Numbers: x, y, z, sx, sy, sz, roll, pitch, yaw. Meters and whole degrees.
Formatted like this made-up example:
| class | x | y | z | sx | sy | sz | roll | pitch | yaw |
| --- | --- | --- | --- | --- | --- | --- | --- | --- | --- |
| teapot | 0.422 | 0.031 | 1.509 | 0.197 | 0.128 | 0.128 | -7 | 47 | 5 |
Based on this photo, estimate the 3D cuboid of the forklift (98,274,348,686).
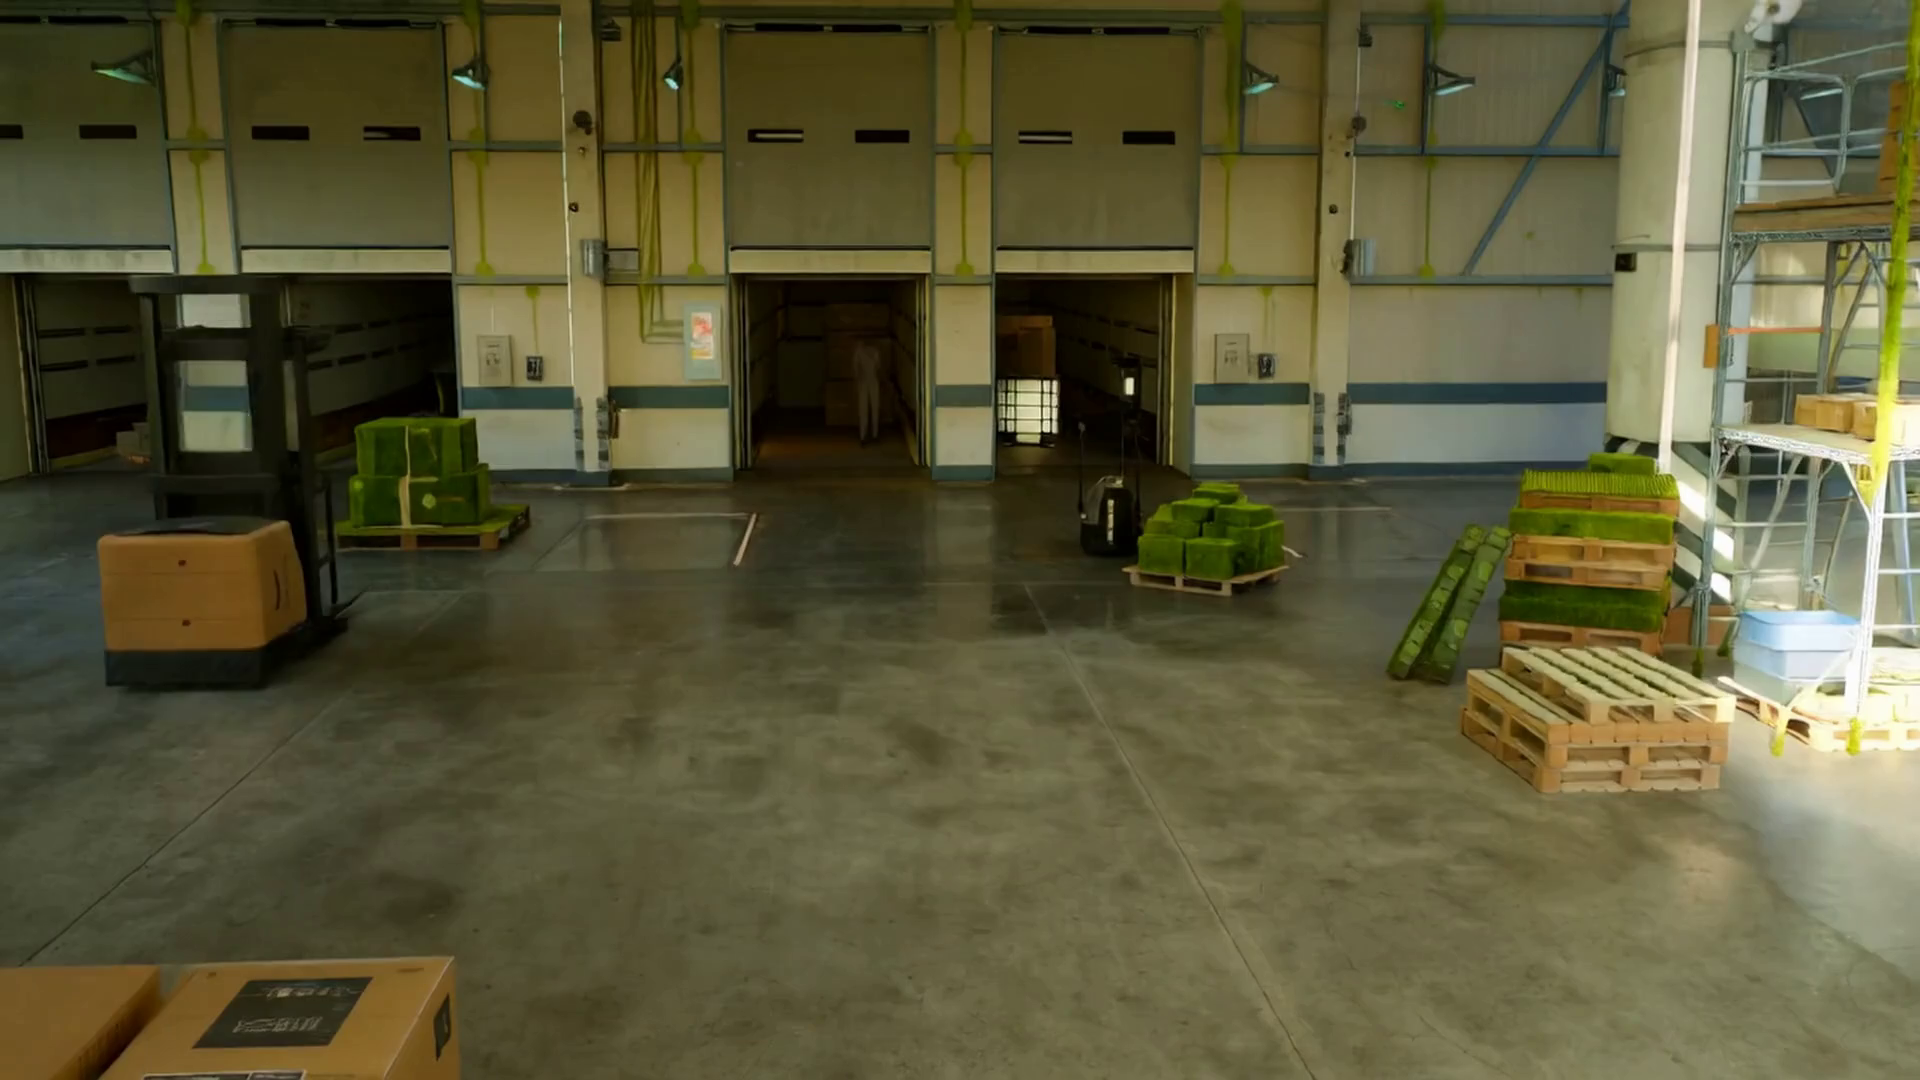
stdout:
| class | x | y | z | sx | sy | sz | roll | pitch | yaw |
| --- | --- | --- | --- | --- | --- | --- | --- | --- | --- |
| forklift | -5.292 | -0.499 | 11.879 | 1.129 | 2.768 | 1.873 | -1 | 9 | -4 |

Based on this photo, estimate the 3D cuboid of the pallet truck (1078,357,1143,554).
| class | x | y | z | sx | sy | sz | roll | pitch | yaw |
| --- | --- | --- | --- | --- | --- | --- | --- | --- | --- |
| pallet truck | 2.088 | -0.836 | 16.757 | 1.885 | 1.965 | 0.823 | 2 | 9 | 13 |
